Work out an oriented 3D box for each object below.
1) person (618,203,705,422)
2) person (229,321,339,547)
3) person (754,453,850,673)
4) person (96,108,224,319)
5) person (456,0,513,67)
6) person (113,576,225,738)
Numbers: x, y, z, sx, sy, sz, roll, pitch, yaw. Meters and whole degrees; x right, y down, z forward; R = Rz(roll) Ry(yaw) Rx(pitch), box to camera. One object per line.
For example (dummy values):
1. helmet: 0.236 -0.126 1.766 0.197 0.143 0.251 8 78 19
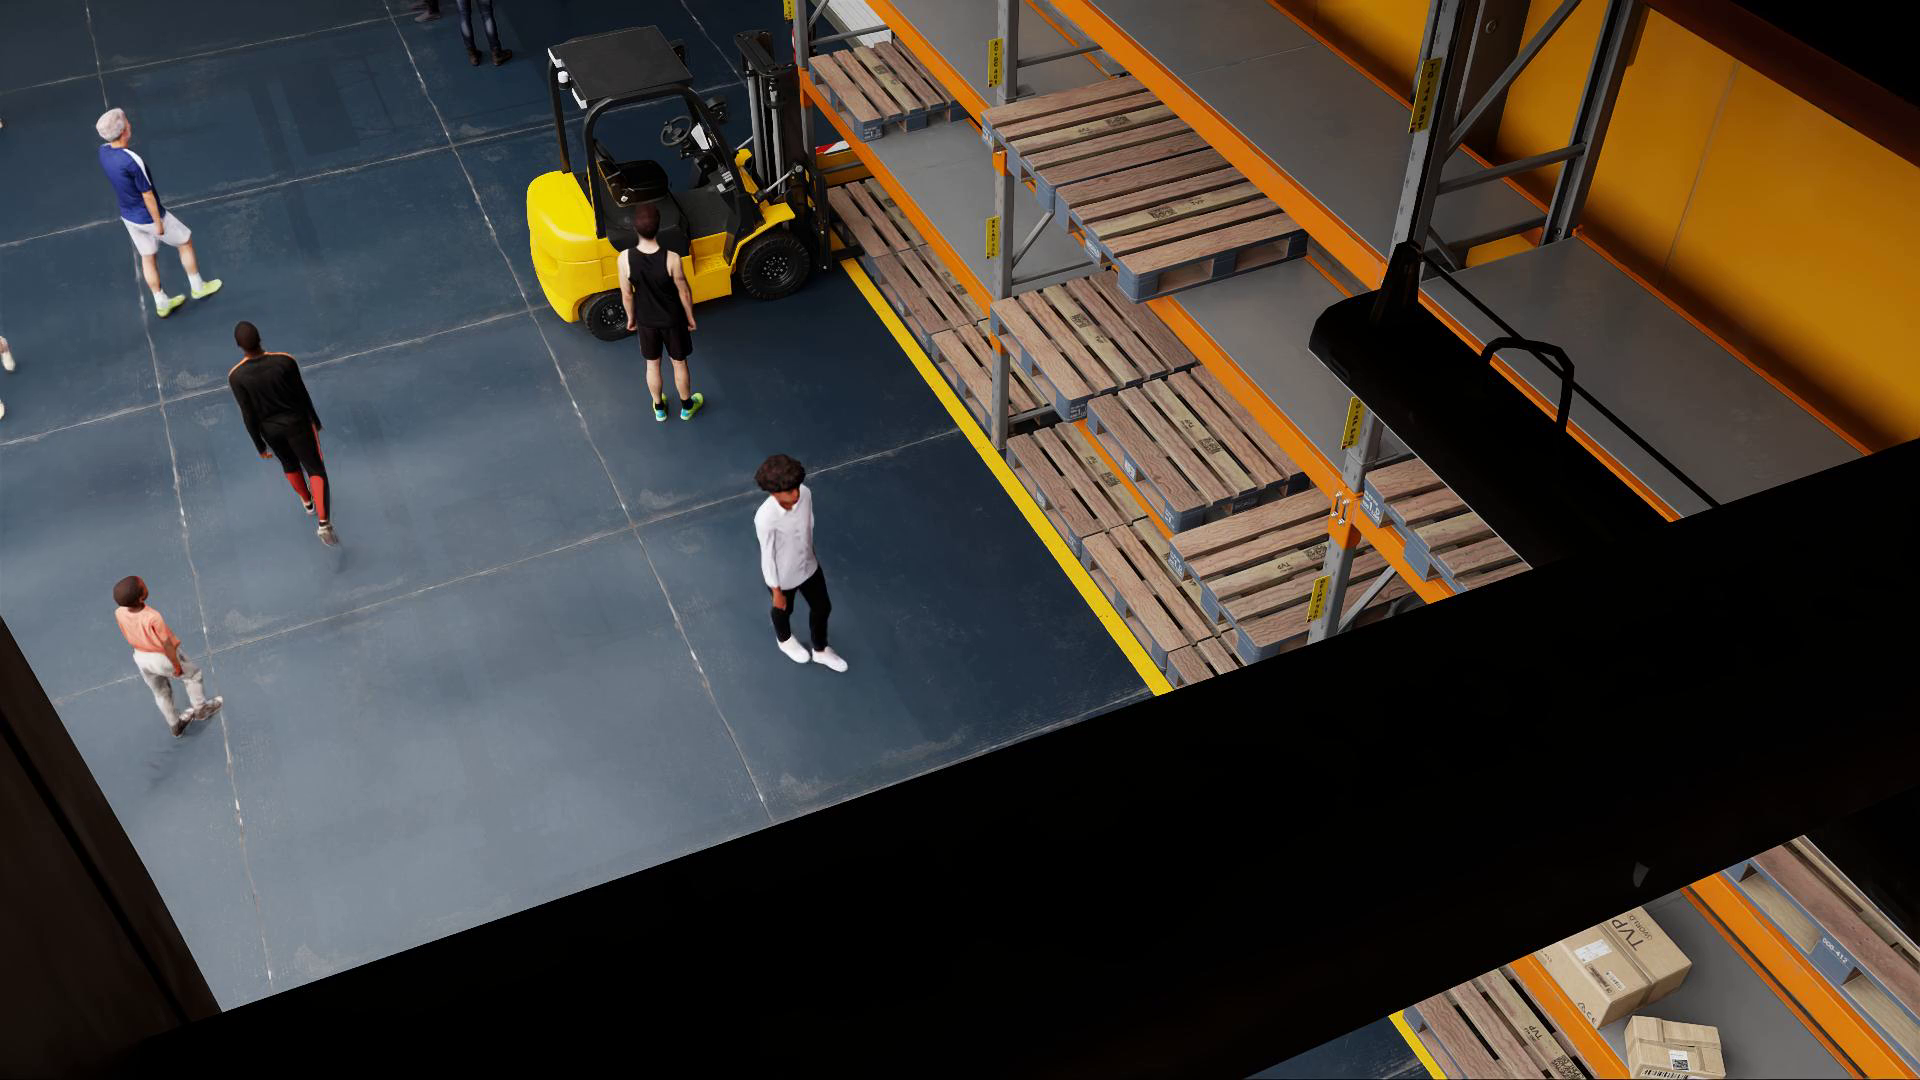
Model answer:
1. person: -2.275 -1.698 12.596 0.776 1.895 0.749 1 44 1
2. person: -4.707 -0.734 11.661 0.687 1.788 1.124 -14 45 -15
3. person: -1.154 0.123 10.758 0.917 1.793 0.834 31 52 29
4. person: -6.747 -2.623 13.625 0.884 1.813 0.936 16 46 16
5. person: -4.975 -5.719 16.812 0.779 1.901 0.766 3 44 3
6. person: -5.069 0.773 10.435 0.614 1.297 0.682 7 44 7
